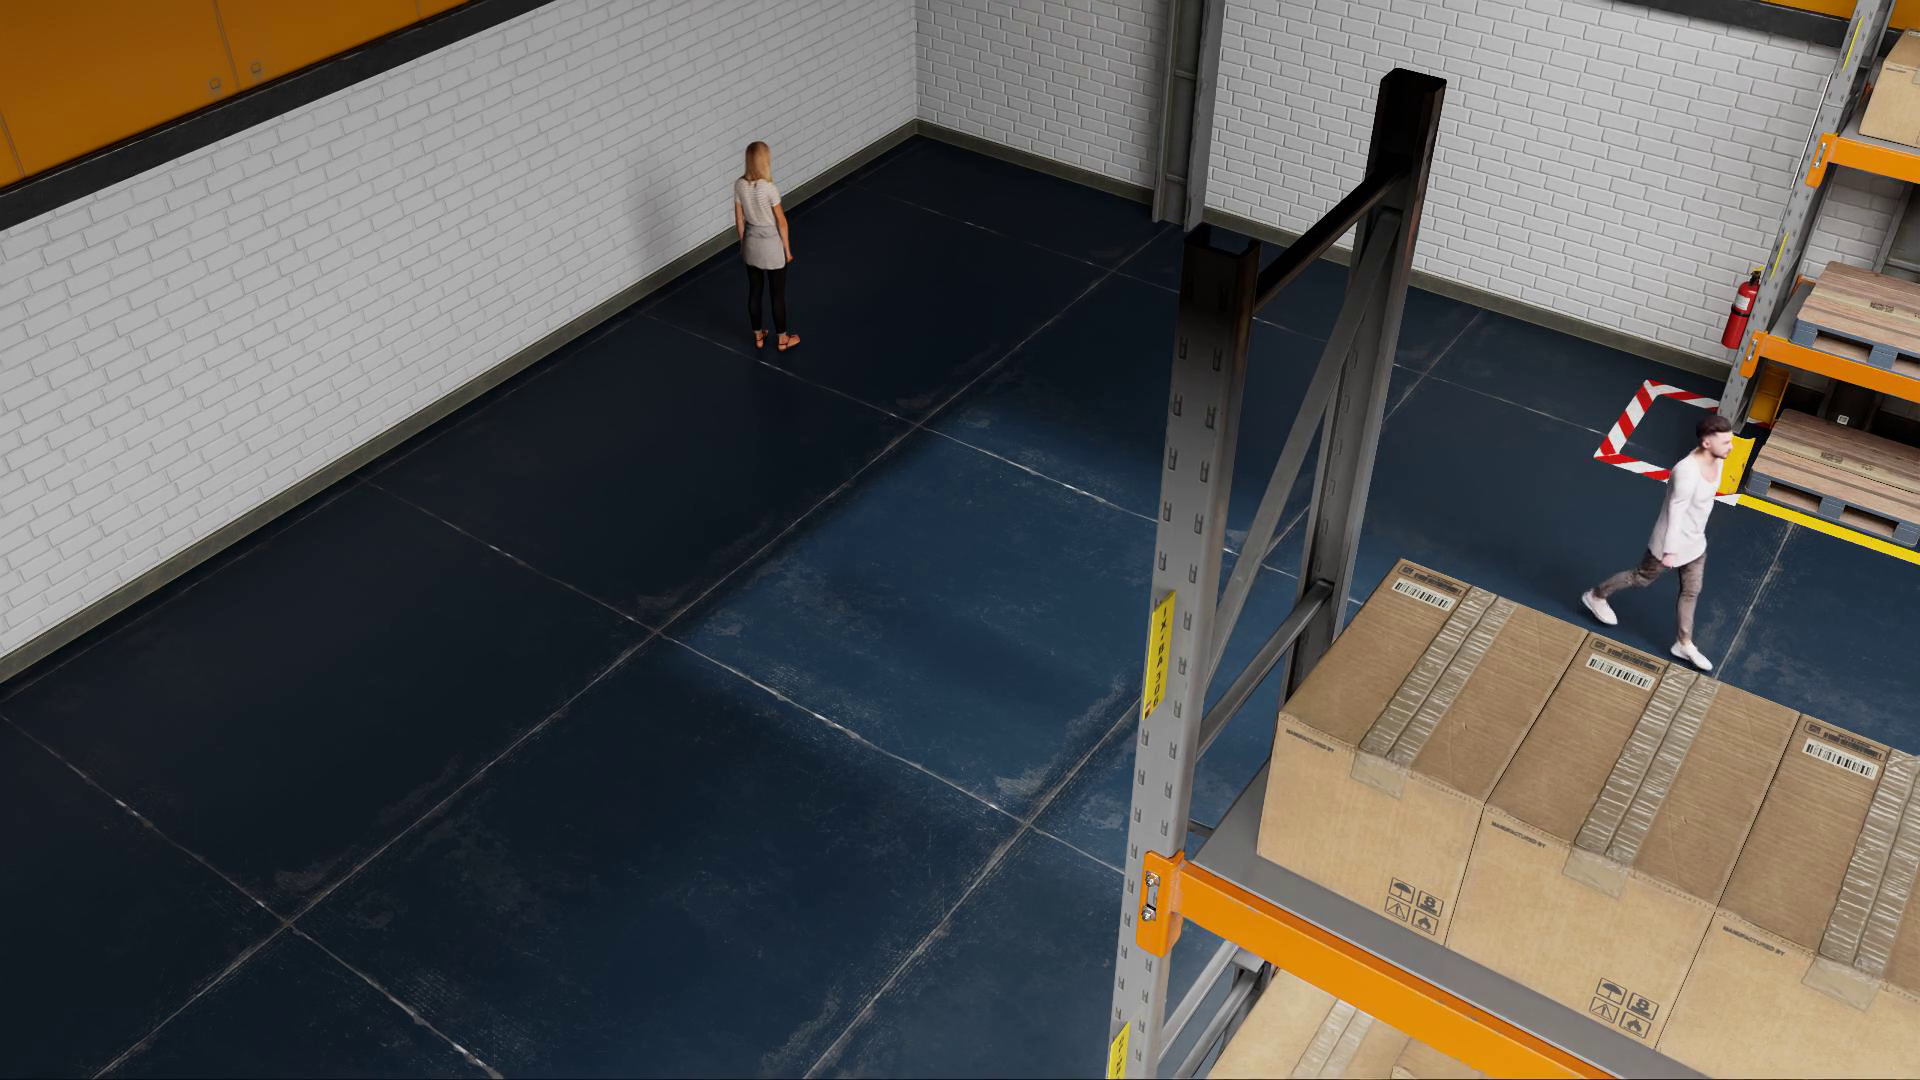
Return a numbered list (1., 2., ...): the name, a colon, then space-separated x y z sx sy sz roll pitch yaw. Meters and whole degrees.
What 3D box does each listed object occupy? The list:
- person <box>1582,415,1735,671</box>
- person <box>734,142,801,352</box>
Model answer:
1. person: 4.515 -0.047 10.649 0.897 1.802 1.239 -28 46 -31
2. person: -1.598 -2.371 13.542 0.556 1.822 0.719 13 40 16
